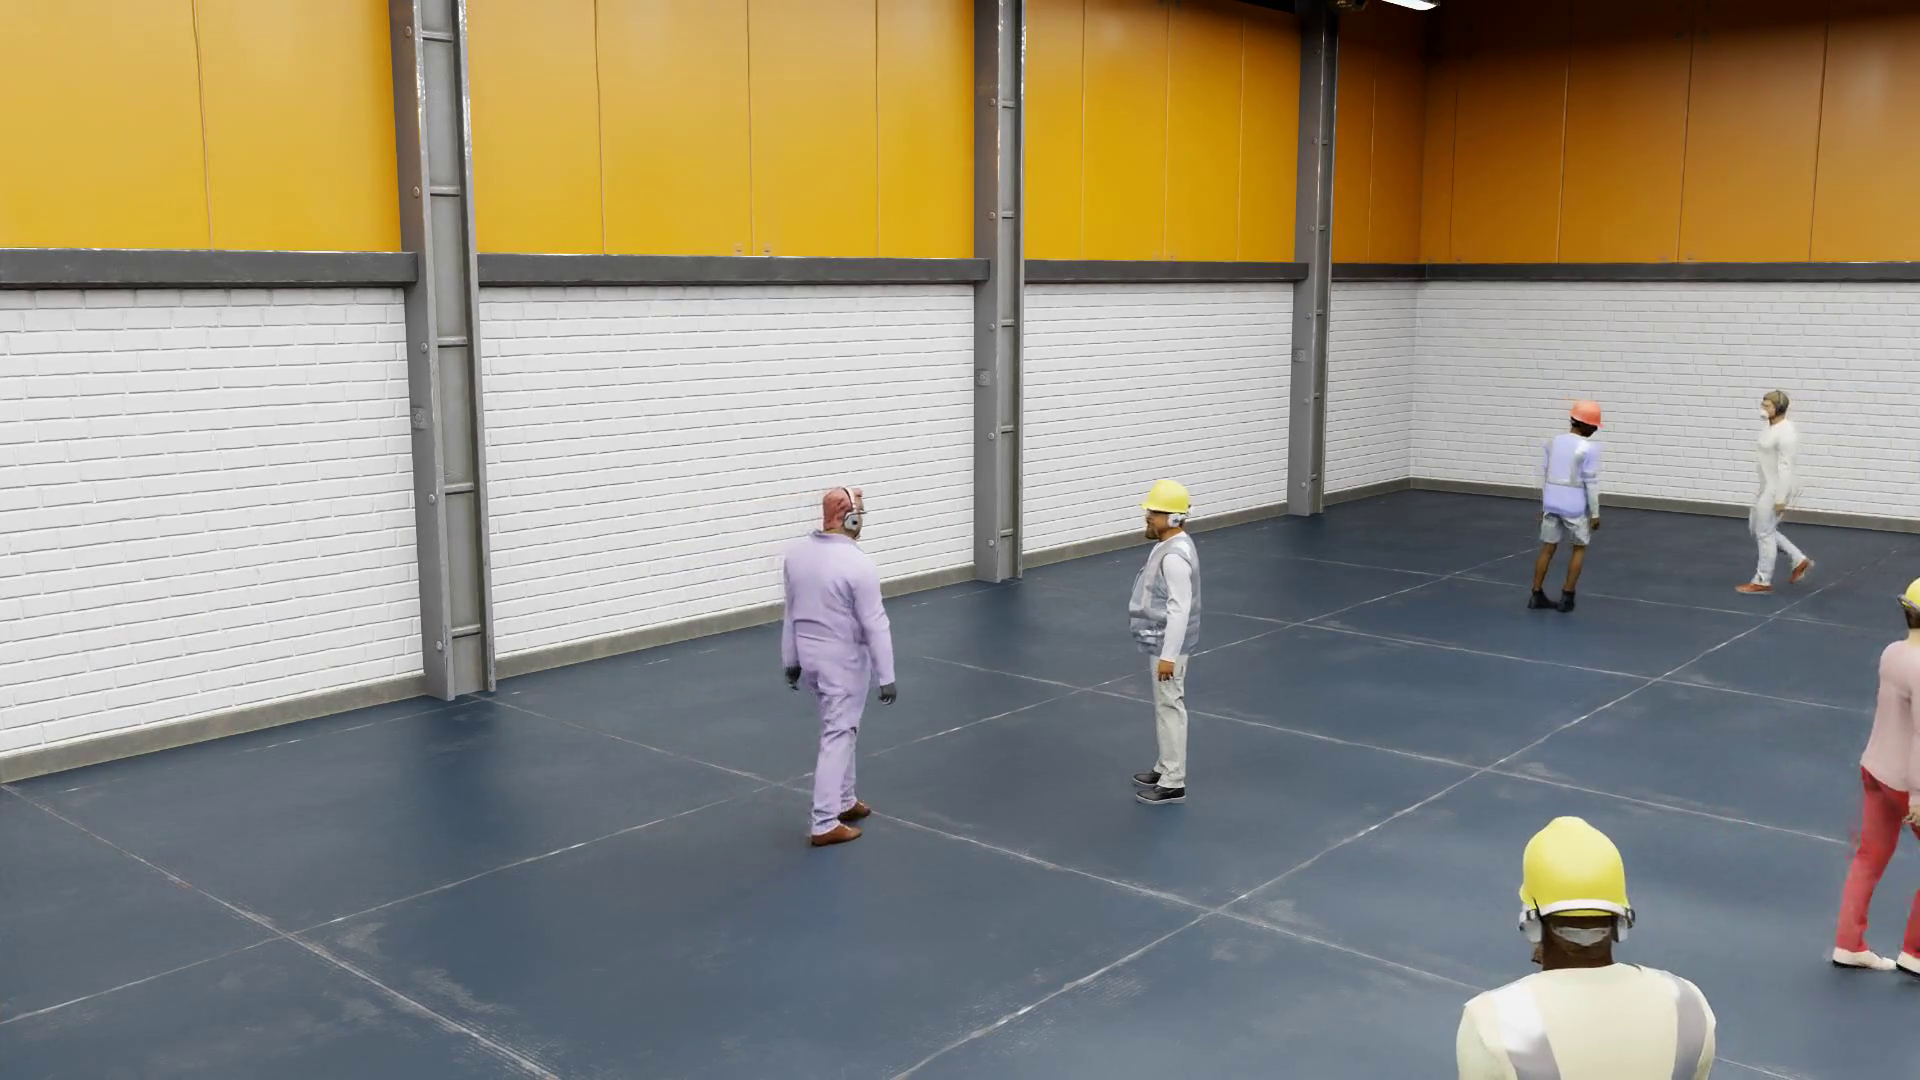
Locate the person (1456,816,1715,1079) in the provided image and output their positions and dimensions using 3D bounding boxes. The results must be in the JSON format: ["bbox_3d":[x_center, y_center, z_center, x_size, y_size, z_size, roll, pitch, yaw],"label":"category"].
[{"bbox_3d":[1.300,1.499,3.606,0.596,1.828,0.403,-2,9,-13],"label":"person"}]

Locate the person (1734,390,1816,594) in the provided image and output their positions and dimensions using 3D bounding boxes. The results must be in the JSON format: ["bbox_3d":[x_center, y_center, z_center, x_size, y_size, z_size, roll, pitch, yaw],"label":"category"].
[{"bbox_3d":[7.619,-0.437,15.456,0.614,1.926,0.641,2,9,13],"label":"person"}]

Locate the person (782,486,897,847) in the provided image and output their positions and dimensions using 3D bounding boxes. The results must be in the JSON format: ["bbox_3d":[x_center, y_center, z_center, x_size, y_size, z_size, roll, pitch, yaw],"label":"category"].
[{"bbox_3d":[-0.566,0.647,8.775,0.708,1.880,0.684,-9,12,-43],"label":"person"}]

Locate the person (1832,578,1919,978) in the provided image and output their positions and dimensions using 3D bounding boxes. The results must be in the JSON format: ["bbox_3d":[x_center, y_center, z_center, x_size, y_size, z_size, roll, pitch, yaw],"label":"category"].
[{"bbox_3d":[4.036,1.001,6.979,0.611,1.744,0.548,1,9,8],"label":"person"}]

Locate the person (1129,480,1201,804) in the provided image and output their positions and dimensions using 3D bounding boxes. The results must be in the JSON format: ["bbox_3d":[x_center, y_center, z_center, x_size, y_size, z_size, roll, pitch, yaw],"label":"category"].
[{"bbox_3d":[1.154,0.571,9.417,0.404,1.832,0.601,1,9,5],"label":"person"}]

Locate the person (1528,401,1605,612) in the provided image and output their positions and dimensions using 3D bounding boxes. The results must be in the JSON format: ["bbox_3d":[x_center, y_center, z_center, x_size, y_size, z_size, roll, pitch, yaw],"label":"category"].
[{"bbox_3d":[5.370,-0.285,14.645,0.436,1.896,0.553,-5,10,-28],"label":"person"}]
